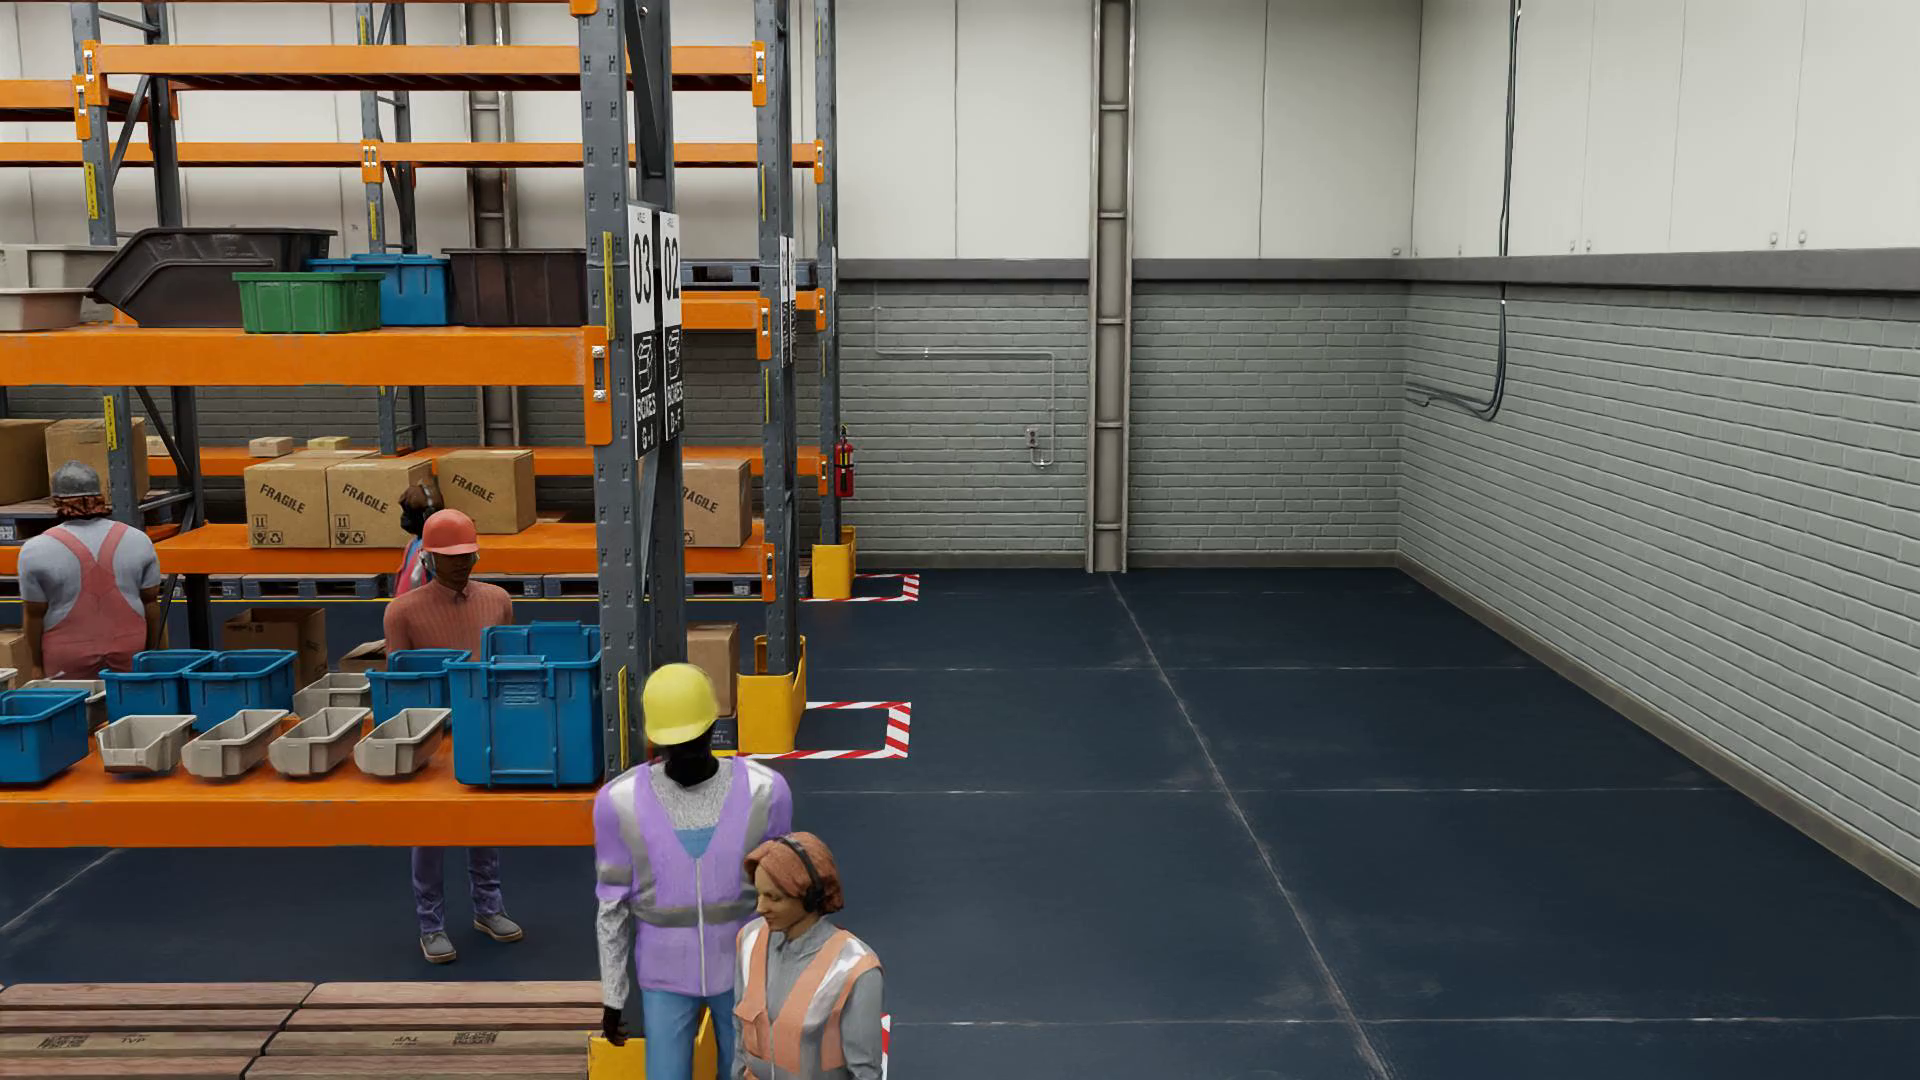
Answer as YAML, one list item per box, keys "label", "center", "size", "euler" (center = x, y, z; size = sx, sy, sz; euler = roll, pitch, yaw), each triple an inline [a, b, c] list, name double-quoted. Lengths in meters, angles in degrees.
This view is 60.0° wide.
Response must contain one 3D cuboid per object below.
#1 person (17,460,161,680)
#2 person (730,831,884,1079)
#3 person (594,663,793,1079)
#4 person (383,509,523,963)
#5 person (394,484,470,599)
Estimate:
- label: "person"
  center: [-4.656, 0.573, 8.910]
  size: [0.680, 2.000, 0.535]
  euler: [-8, 13, -42]
- label: "person"
  center: [-0.389, 1.534, 4.278]
  size: [0.525, 1.632, 0.318]
  euler: [8, 12, 40]
- label: "person"
  center: [-0.772, 1.284, 4.987]
  size: [0.606, 1.913, 0.433]
  euler: [-2, 9, -11]
- label: "person"
  center: [-2.226, 0.847, 7.368]
  size: [0.622, 1.994, 0.381]
  euler: [-9, 13, -44]
- label: "person"
  center: [-2.986, 0.588, 9.461]
  size: [0.430, 1.837, 0.632]
  euler: [-5, 10, -27]
